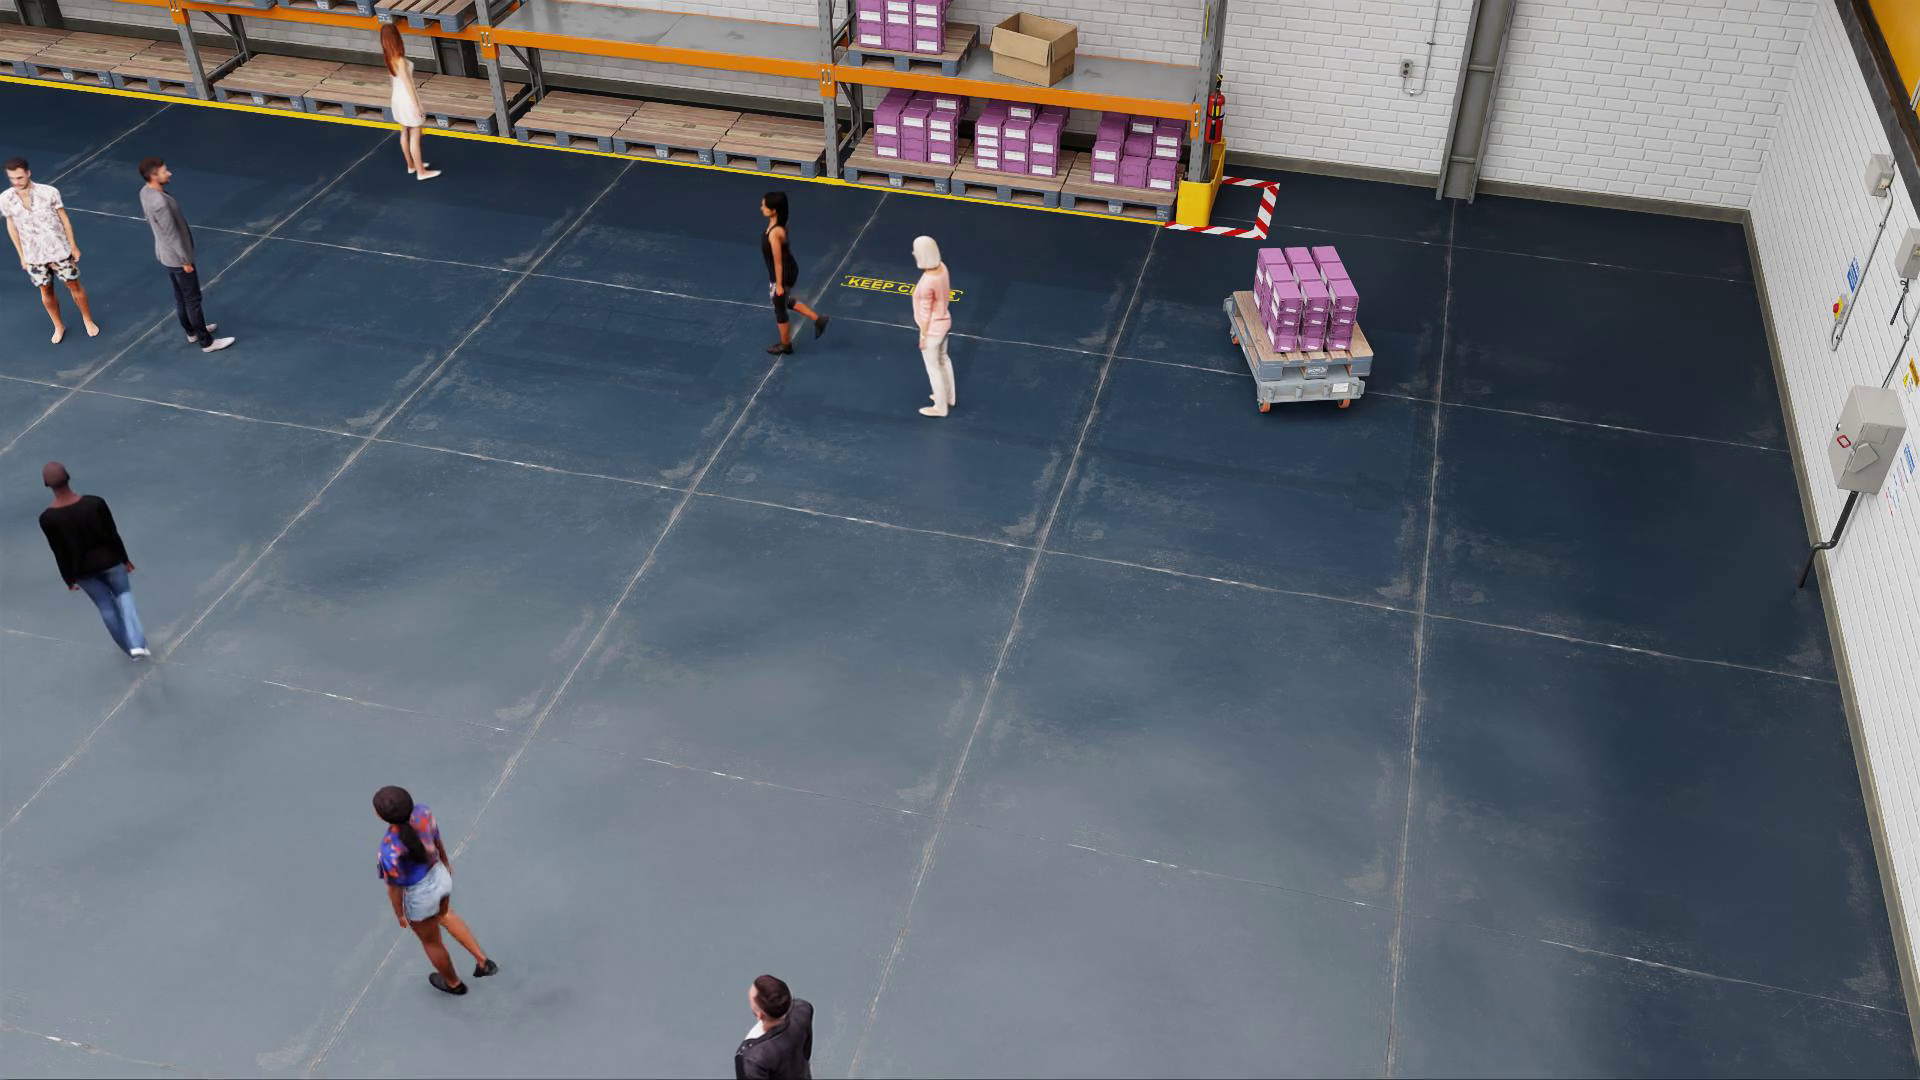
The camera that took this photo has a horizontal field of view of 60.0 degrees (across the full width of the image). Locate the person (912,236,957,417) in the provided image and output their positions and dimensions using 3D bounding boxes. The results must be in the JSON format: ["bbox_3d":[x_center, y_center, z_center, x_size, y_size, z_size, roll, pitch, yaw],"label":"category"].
[{"bbox_3d":[-0.214,-1.850,14.370,0.567,1.718,0.602,12,40,14],"label":"person"}]

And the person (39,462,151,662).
[{"bbox_3d":[-6.085,0.228,11.755,0.840,1.735,0.906,-21,43,-25],"label":"person"}]

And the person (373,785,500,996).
[{"bbox_3d":[-2.976,2.032,9.498,0.748,1.733,0.669,13,41,16],"label":"person"}]

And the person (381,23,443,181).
[{"bbox_3d":[-6.010,-4.756,18.015,0.708,1.711,0.624,-28,46,-31],"label":"person"}]

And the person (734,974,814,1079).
[{"bbox_3d":[-0.907,2.817,8.431,0.625,1.837,0.705,19,42,22],"label":"person"}]

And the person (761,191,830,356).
[{"bbox_3d":[-1.545,-2.430,15.149,0.914,1.652,0.751,-3,39,-4],"label":"person"}]

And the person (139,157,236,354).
[{"bbox_3d":[-7.162,-2.610,15.199,0.844,1.871,0.744,-29,47,-31],"label":"person"}]

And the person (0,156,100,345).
[{"bbox_3d":[-8.451,-2.711,15.371,0.714,1.815,0.812,-14,41,-16],"label":"person"}]
